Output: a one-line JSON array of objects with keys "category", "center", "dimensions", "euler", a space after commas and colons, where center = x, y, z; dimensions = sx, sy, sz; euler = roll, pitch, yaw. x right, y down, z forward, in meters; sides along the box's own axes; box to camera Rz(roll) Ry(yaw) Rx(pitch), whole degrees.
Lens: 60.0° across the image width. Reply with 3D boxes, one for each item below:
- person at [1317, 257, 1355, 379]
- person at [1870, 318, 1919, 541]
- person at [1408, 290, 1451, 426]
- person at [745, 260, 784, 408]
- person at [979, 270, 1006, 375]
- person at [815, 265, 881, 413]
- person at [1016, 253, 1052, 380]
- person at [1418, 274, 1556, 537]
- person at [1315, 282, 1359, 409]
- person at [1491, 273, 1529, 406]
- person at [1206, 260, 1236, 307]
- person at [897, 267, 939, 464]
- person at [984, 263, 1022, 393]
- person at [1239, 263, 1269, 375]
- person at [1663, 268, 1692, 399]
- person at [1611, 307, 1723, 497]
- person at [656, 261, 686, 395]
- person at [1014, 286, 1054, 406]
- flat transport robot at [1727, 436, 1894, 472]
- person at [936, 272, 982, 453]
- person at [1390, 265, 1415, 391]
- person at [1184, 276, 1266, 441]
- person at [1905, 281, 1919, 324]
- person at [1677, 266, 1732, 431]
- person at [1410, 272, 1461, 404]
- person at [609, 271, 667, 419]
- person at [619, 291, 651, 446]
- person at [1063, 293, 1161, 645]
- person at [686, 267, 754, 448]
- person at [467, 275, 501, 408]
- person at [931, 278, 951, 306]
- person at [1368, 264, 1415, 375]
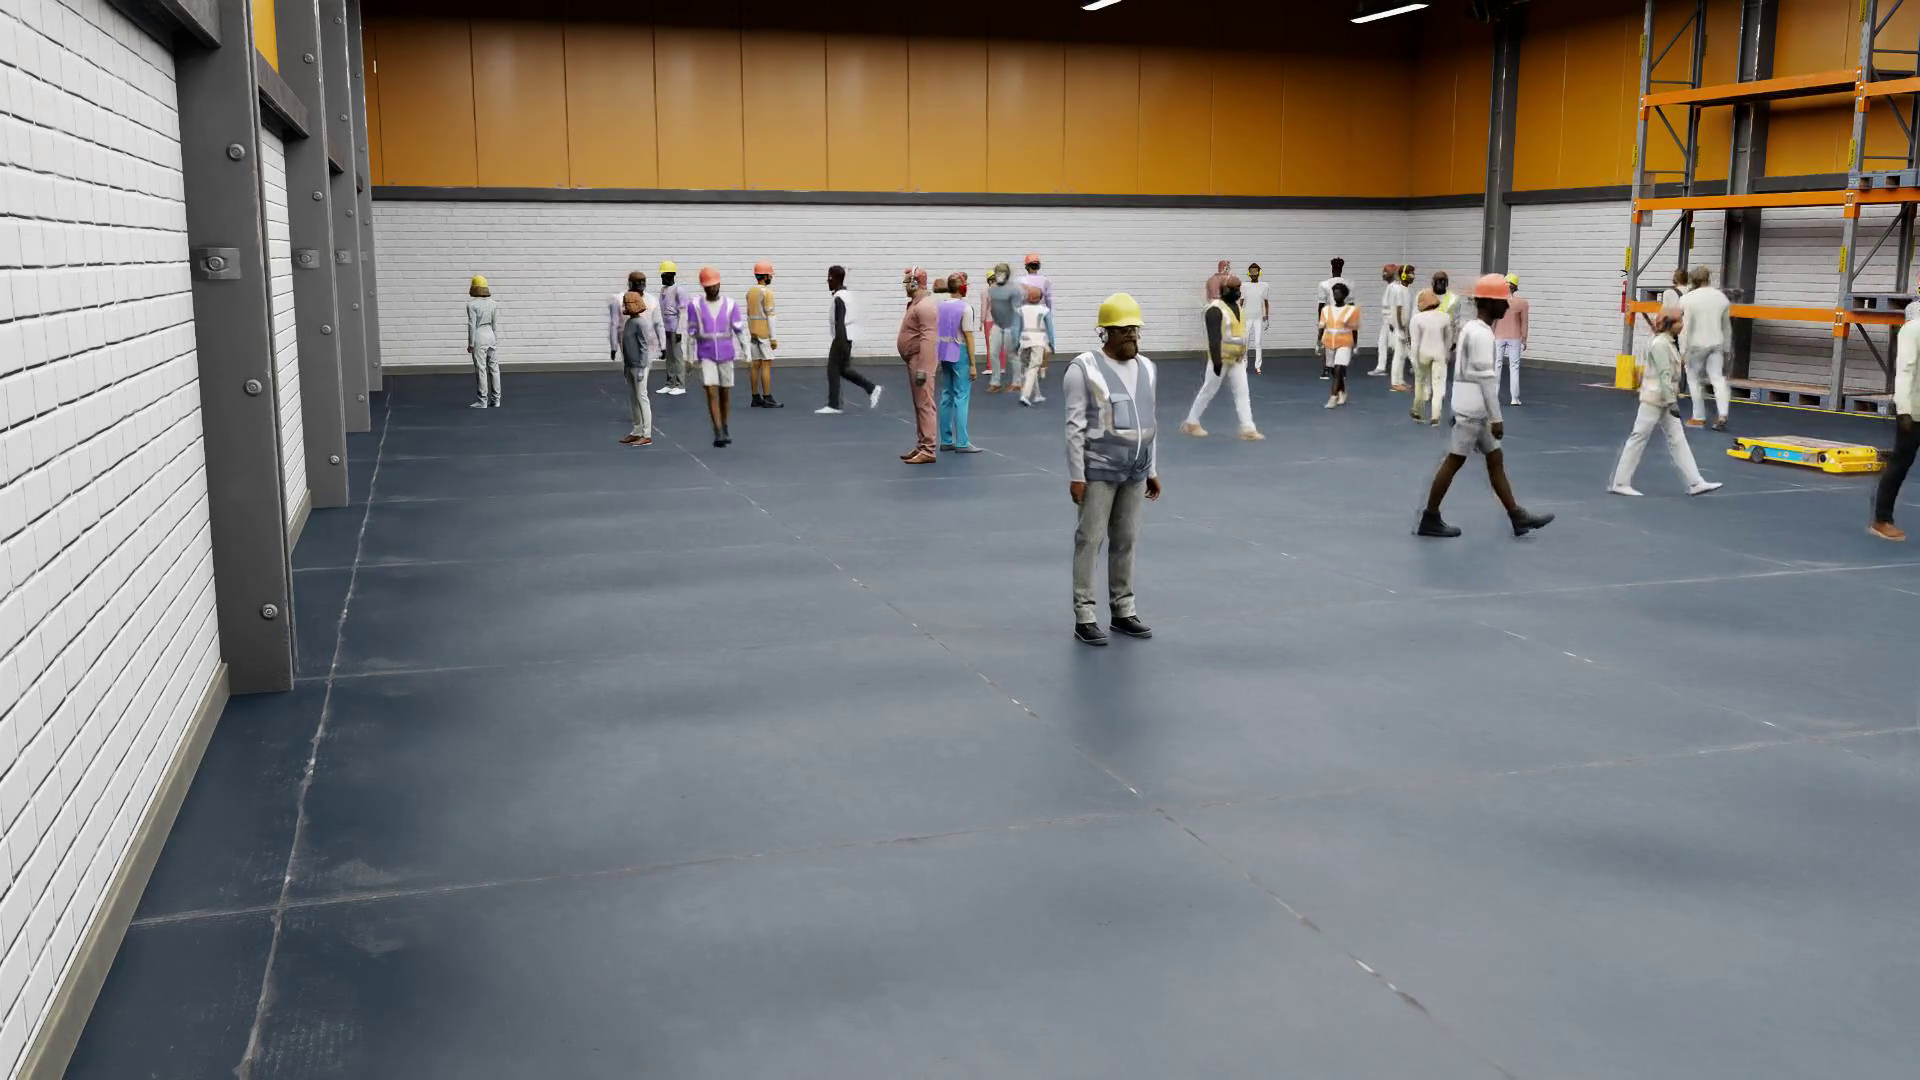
[{"category": "person", "center": [6.075, -3.575, 26.893], "dimensions": [0.605, 1.966, 0.367], "euler": [0, 10, 1]}, {"category": "person", "center": [6.741, -0.886, 11.512], "dimensions": [0.648, 1.906, 1.036], "euler": [-1, 10, -6]}, {"category": "person", "center": [5.581, -2.168, 19.810], "dimensions": [0.523, 1.590, 0.853], "euler": [0, 10, 2]}, {"category": "person", "center": [-2.591, -2.712, 21.977], "dimensions": [0.368, 1.939, 0.542], "euler": [-8, 13, -39]}, {"category": "person", "center": [0.558, -3.652, 27.948], "dimensions": [0.524, 1.760, 0.327], "euler": [-5, 11, -29]}, {"category": "person", "center": [-1.433, -2.546, 21.174], "dimensions": [0.767, 1.893, 0.599], "euler": [0, 10, 3]}, {"category": "person", "center": [1.169, -3.598, 26.814], "dimensions": [0.611, 2.038, 0.395], "euler": [-4, 10, -20]}, {"category": "person", "center": [3.761, -0.931, 11.812], "dimensions": [0.984, 1.882, 0.568], "euler": [2, 10, 14]}, {"category": "person", "center": [5.023, -2.578, 22.022], "dimensions": [0.530, 1.663, 0.862], "euler": [7, 12, 36]}, {"category": "person", "center": [7.328, -2.678, 22.279], "dimensions": [0.528, 1.767, 0.330], "euler": [4, 11, 23]}, {"category": "person", "center": [4.895, -4.243, 30.954], "dimensions": [0.405, 1.903, 0.636], "euler": [-9, 13, -43]}, {"category": "person", "center": [-0.410, -1.692, 16.181], "dimensions": [0.400, 1.905, 0.643], "euler": [-1, 10, -6]}, {"category": "person", "center": [0.648, -3.049, 24.044], "dimensions": [0.647, 1.891, 0.795], "euler": [8, 13, 40]}, {"category": "person", "center": [4.936, -3.712, 27.967], "dimensions": [0.536, 1.869, 0.312], "euler": [2, 10, 11]}, {"category": "person", "center": [10.084, -2.883, 23.300], "dimensions": [0.541, 1.822, 0.431], "euler": [1, 10, 4]}, {"category": "person", "center": [5.893, -1.131, 13.827], "dimensions": [0.855, 1.595, 0.515], "euler": [7, 12, 35]}, {"category": "person", "center": [-4.179, -3.063, 24.042], "dimensions": [0.362, 1.928, 0.587], "euler": [-9, 13, -41]}, {"category": "person", "center": [0.981, -2.603, 22.339], "dimensions": [0.537, 1.596, 0.864], "euler": [6, 11, 30]}, {"category": "flat transport robot", "center": [8.147, -0.837, 15.948], "dimensions": [0.652, 0.197, 1.431], "euler": [-3, 10, -18]}, {"category": "person", "center": [-0.041, -1.808, 17.002], "dimensions": [0.384, 1.849, 0.569], "euler": [-8, 12, -37]}, {"category": "person", "center": [6.573, -3.134, 24.638], "dimensions": [0.326, 1.865, 0.549], "euler": [5, 11, 28]}, {"category": "person", "center": [2.892, -1.994, 18.246], "dimensions": [0.978, 1.798, 0.635], "euler": [9, 13, 43]}, {"category": "person", "center": [10.435, -1.964, 17.909], "dimensions": [0.535, 1.847, 0.676], "euler": [6, 12, 32]}, {"category": "person", "center": [8.649, -2.195, 19.143], "dimensions": [0.746, 1.890, 0.820], "euler": [-2, 10, -12]}, {"category": "person", "center": [6.475, -2.755, 22.682], "dimensions": [0.640, 1.793, 0.978], "euler": [3, 10, 19]}, {"category": "person", "center": [-3.831, -2.317, 20.058], "dimensions": [0.660, 1.806, 0.874], "euler": [-7, 12, -33]}, {"category": "person", "center": [-3.465, -1.822, 17.710], "dimensions": [0.284, 1.633, 0.497], "euler": [-6, 12, -32]}, {"category": "person", "center": [0.817, -0.373, 8.742], "dimensions": [0.586, 1.835, 0.403], "euler": [-6, 12, -33]}, {"category": "person", "center": [-2.526, -1.922, 17.535], "dimensions": [0.690, 1.881, 0.931], "euler": [-2, 10, -12]}, {"category": "person", "center": [-6.315, -2.615, 21.986], "dimensions": [0.294, 1.744, 0.486], "euler": [6, 11, 31]}, {"category": "person", "center": [-0.358, -3.629, 28.271], "dimensions": [0.506, 1.606, 0.698], "euler": [-4, 11, -21]}, {"category": "person", "center": [7.260, -3.653, 27.659], "dimensions": [0.792, 1.859, 0.591], "euler": [0, 10, 2]}]
